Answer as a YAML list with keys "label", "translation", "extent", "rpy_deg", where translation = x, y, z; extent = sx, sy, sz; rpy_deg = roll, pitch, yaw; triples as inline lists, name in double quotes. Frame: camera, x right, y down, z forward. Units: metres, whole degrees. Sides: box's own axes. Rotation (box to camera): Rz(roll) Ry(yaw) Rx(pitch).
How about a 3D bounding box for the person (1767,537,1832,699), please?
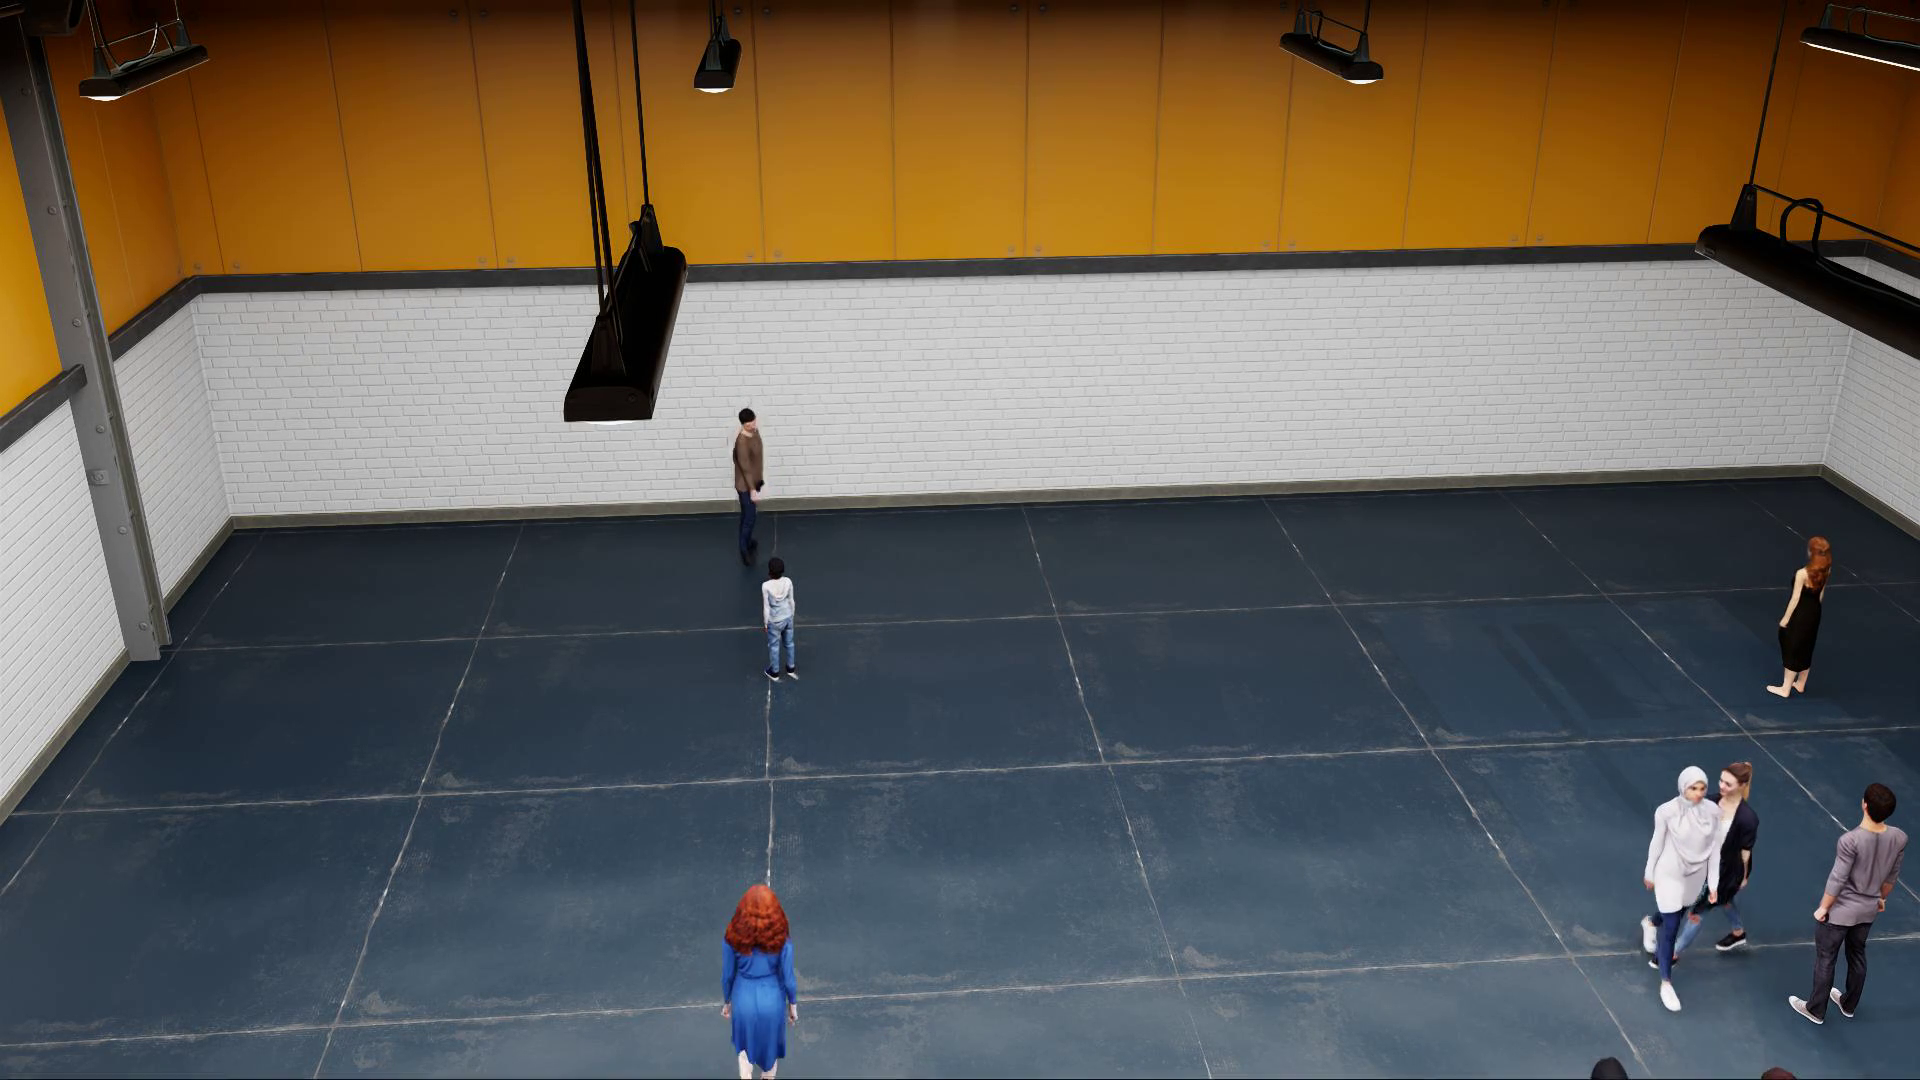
- label: "person"
  translation: [7.980, 0.726, 15.721]
  extent: [0.641, 1.626, 0.655]
  rpy_deg: [-10, 25, -21]

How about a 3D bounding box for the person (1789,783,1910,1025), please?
- label: "person"
  translation: [6.122, 2.490, 11.401]
  extent: [0.699, 1.853, 0.576]
  rpy_deg: [-5, 24, -11]

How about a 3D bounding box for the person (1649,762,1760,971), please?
- label: "person"
  translation: [5.545, 2.349, 12.000]
  extent: [0.896, 1.633, 1.136]
  rpy_deg: [-8, 25, -18]

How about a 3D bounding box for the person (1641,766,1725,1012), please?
- label: "person"
  translation: [5.100, 2.366, 11.824]
  extent: [0.713, 1.742, 1.179]
  rpy_deg: [1, 24, 2]

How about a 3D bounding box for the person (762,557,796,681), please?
- label: "person"
  translation: [-1.759, 0.747, 16.128]
  extent: [0.552, 1.261, 0.588]
  rpy_deg: [-12, 26, -26]

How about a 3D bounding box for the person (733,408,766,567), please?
- label: "person"
  translation: [-2.378, -0.657, 18.596]
  extent: [0.950, 1.858, 0.574]
  rpy_deg: [-3, 24, -7]

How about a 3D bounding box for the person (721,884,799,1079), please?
- label: "person"
  translation: [-1.269, 2.982, 10.323]
  extent: [0.707, 1.816, 0.814]
  rpy_deg: [2, 24, 4]
